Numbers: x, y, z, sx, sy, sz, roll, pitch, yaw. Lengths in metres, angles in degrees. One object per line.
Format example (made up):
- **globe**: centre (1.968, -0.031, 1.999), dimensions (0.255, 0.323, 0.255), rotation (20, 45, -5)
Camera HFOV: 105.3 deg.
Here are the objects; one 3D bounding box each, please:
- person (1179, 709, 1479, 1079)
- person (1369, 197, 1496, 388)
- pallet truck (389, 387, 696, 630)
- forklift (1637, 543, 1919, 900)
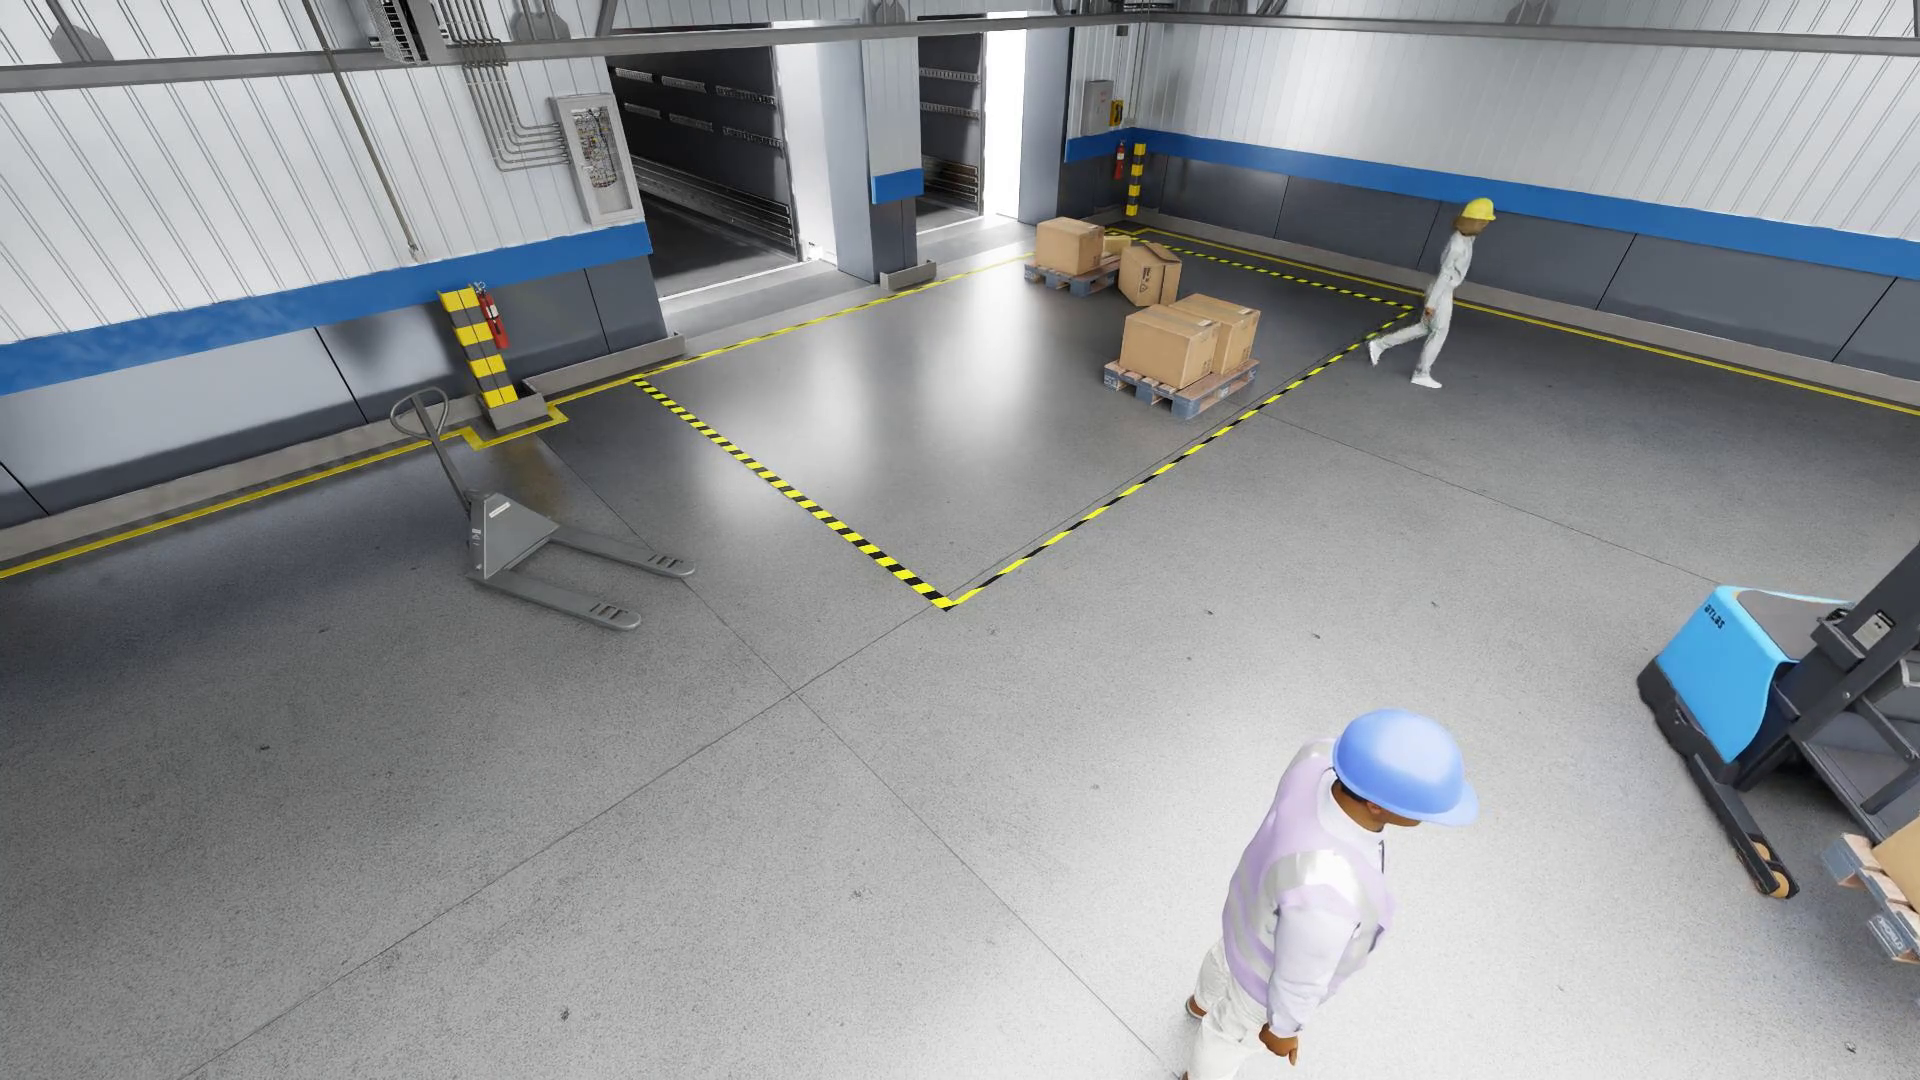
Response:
- **person**: centre (0.969, 1.172, 2.176), dimensions (0.386, 1.949, 0.603), rotation (15, 40, 18)
- **person**: centre (4.428, -2.306, 6.867), dimensions (0.741, 1.710, 0.484), rotation (19, 42, 23)
- **pallet truck**: centre (-2.613, -0.247, 4.593), dimensions (1.601, 1.201, 0.680), rotation (14, 40, 17)
- **forklift**: centre (4.093, 0.328, 3.195), dimensions (0.716, 2.013, 0.776), rotation (8, 38, 11)
